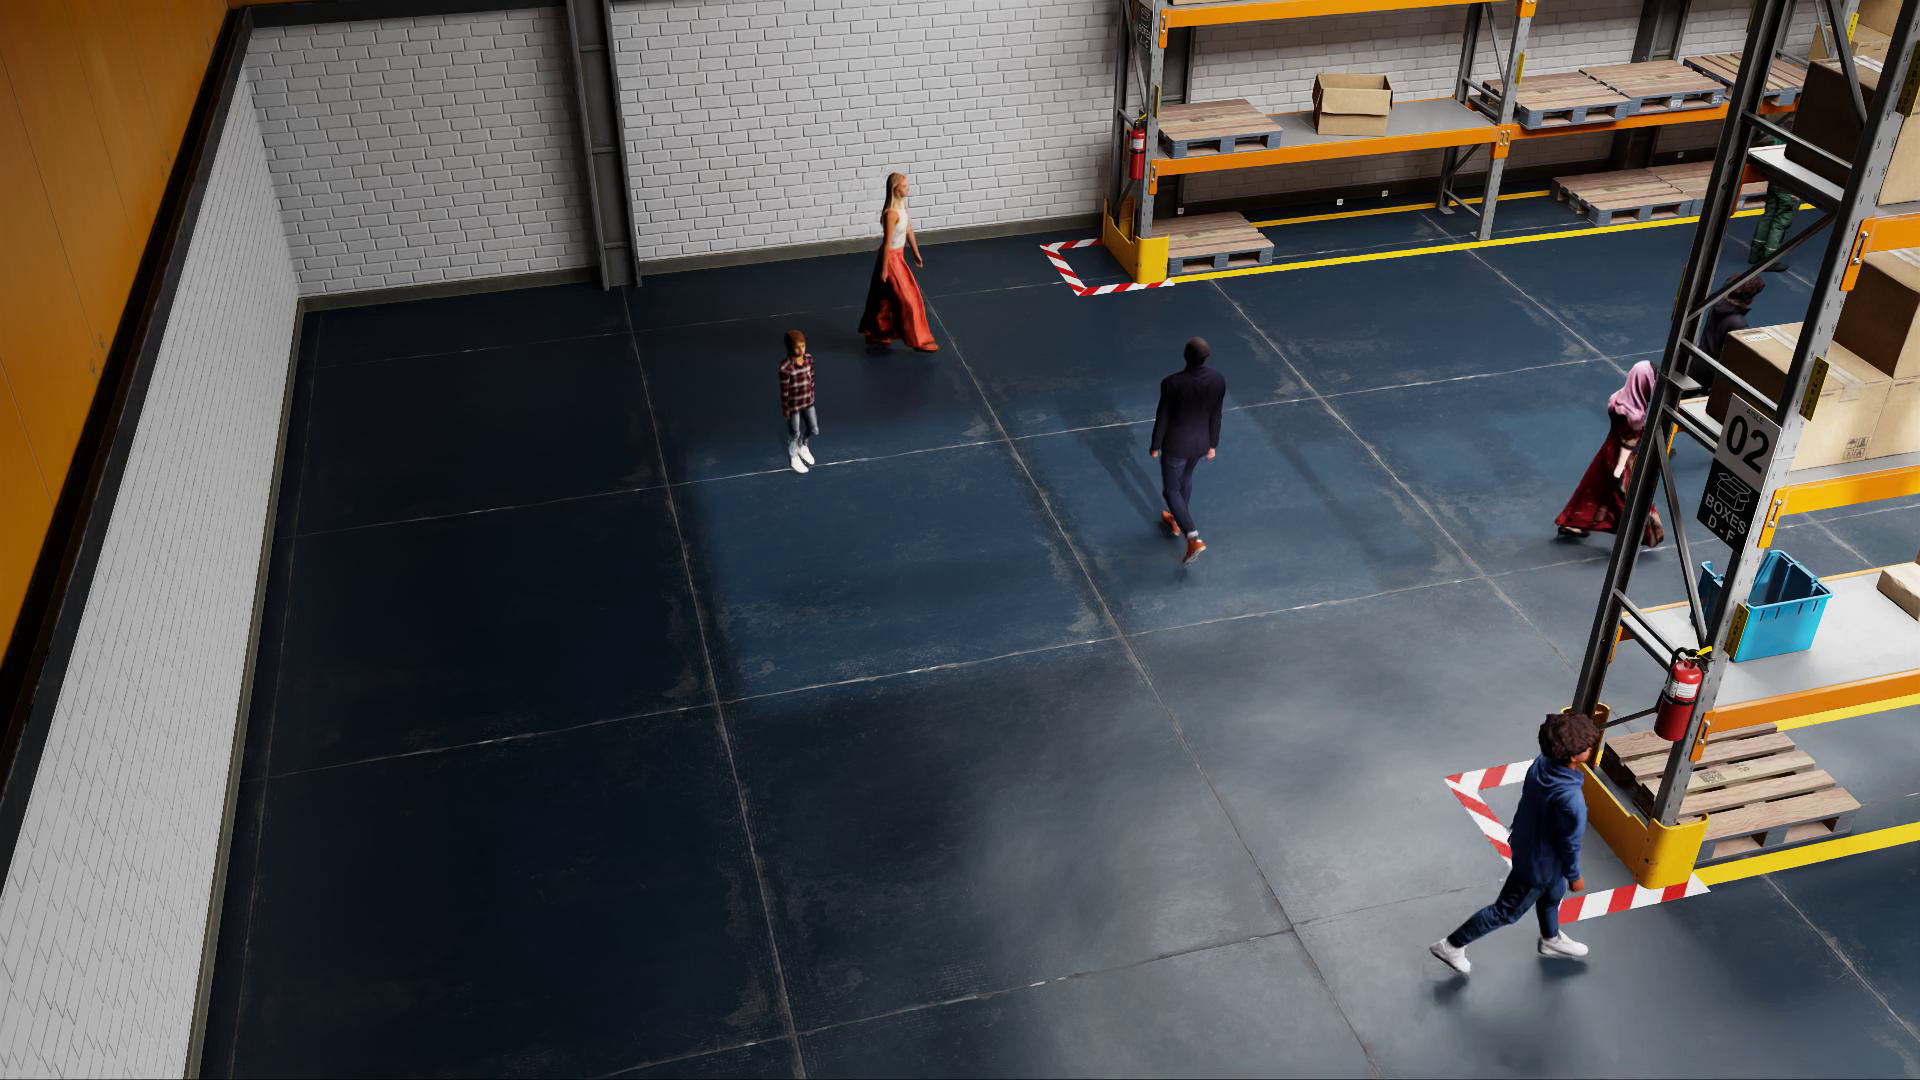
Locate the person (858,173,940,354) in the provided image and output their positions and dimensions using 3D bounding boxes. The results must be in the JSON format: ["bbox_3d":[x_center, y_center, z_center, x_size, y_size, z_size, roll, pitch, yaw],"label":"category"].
[{"bbox_3d":[-0.735,-2.609,15.692,1.153,1.769,0.924,4,34,7],"label":"person"}]

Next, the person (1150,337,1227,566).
[{"bbox_3d":[1.755,-0.674,12.758,1.079,1.794,0.871,-14,36,-19],"label":"person"}]

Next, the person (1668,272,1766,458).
[{"bbox_3d":[6.202,-1.398,13.909,1.119,1.725,0.617,-9,35,-13],"label":"person"}]

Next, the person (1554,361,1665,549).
[{"bbox_3d":[5.051,-0.655,12.892,1.176,1.613,0.951,6,34,9],"label":"person"}]

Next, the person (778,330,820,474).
[{"bbox_3d":[-1.404,-1.192,13.986,0.562,1.296,0.665,-23,40,-31],"label":"person"}]

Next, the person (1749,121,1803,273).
[{"bbox_3d":[8.597,-3.710,17.282,0.582,1.841,0.649,-6,34,-9],"label":"person"}]

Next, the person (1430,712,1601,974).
[{"bbox_3d":[3.107,1.724,9.162,1.261,1.781,0.940,3,34,4],"label":"person"}]
